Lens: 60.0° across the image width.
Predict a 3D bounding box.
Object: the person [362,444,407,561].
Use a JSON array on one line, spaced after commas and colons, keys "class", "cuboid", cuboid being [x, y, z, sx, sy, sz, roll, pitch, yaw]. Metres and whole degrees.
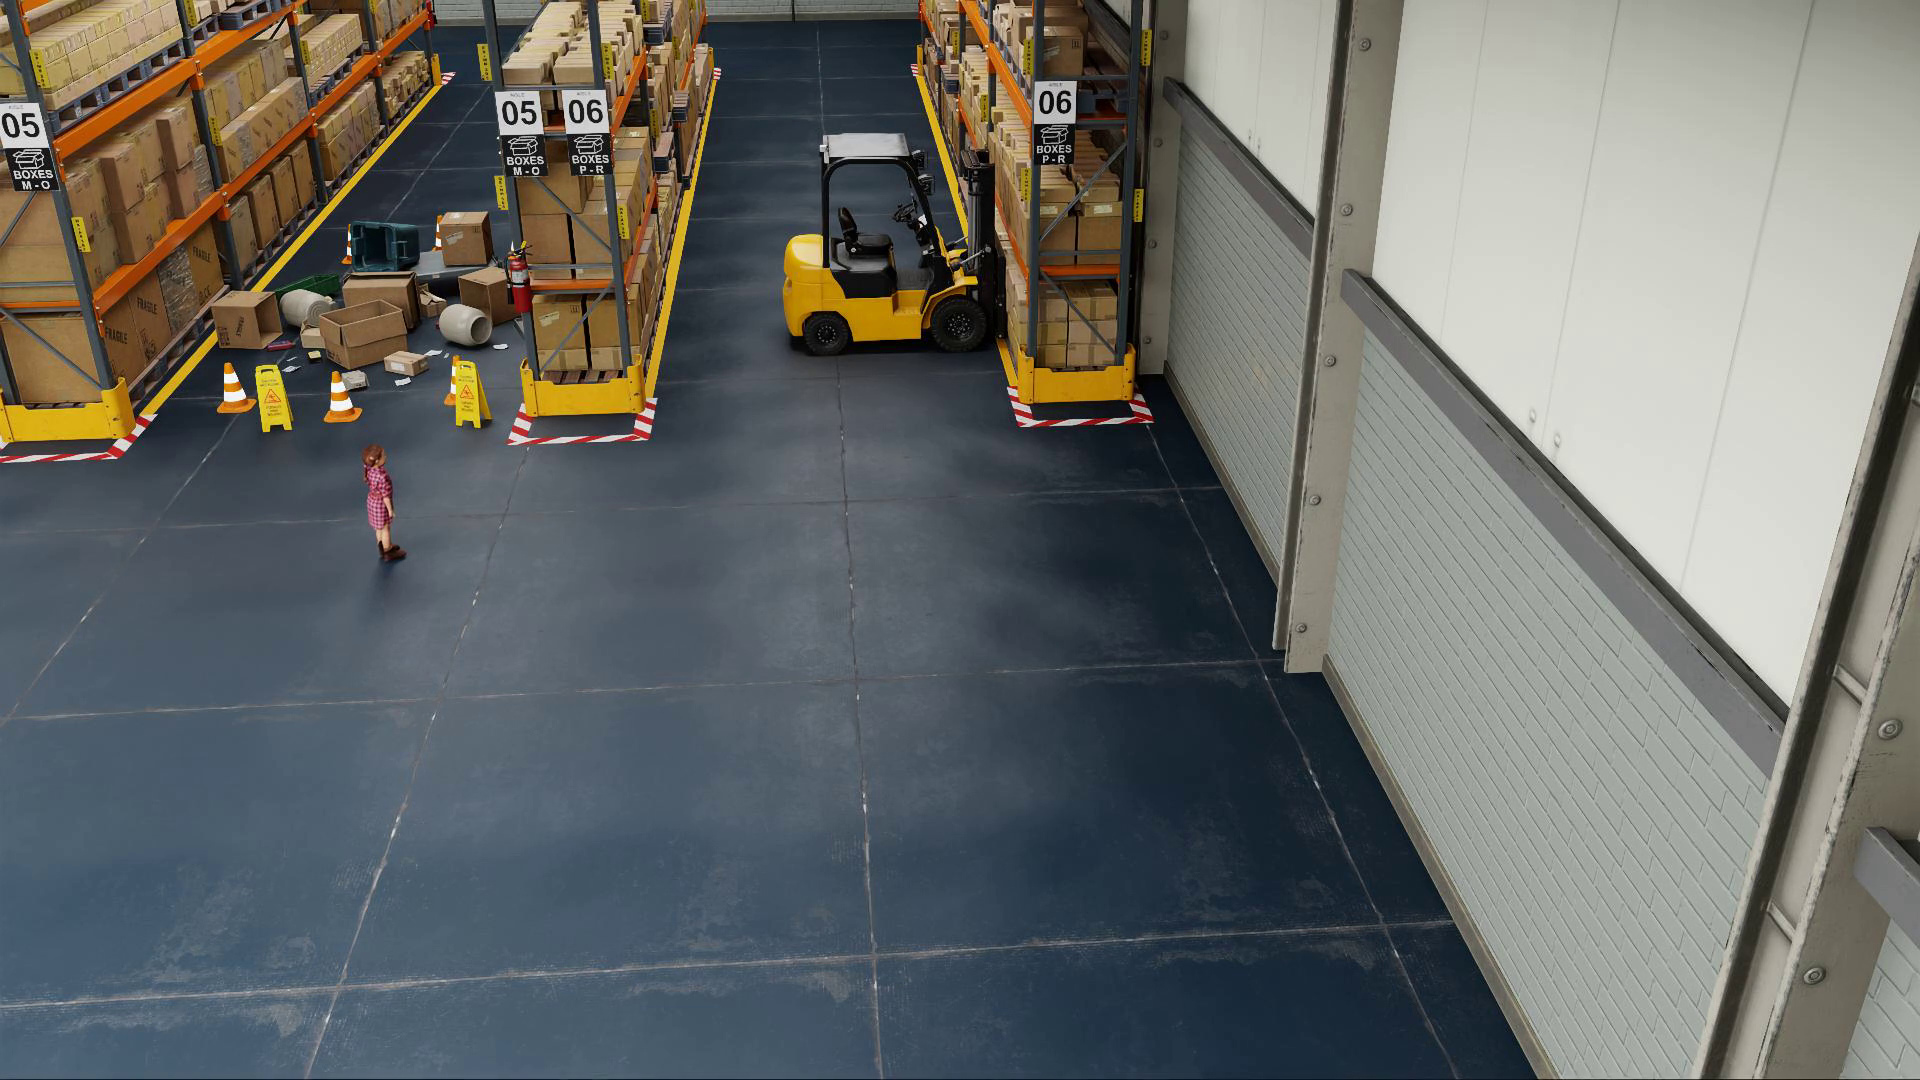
[{"class": "person", "cuboid": [-4.775, -0.318, 13.691, 0.493, 1.021, 0.557, 24, 36, 38]}]
